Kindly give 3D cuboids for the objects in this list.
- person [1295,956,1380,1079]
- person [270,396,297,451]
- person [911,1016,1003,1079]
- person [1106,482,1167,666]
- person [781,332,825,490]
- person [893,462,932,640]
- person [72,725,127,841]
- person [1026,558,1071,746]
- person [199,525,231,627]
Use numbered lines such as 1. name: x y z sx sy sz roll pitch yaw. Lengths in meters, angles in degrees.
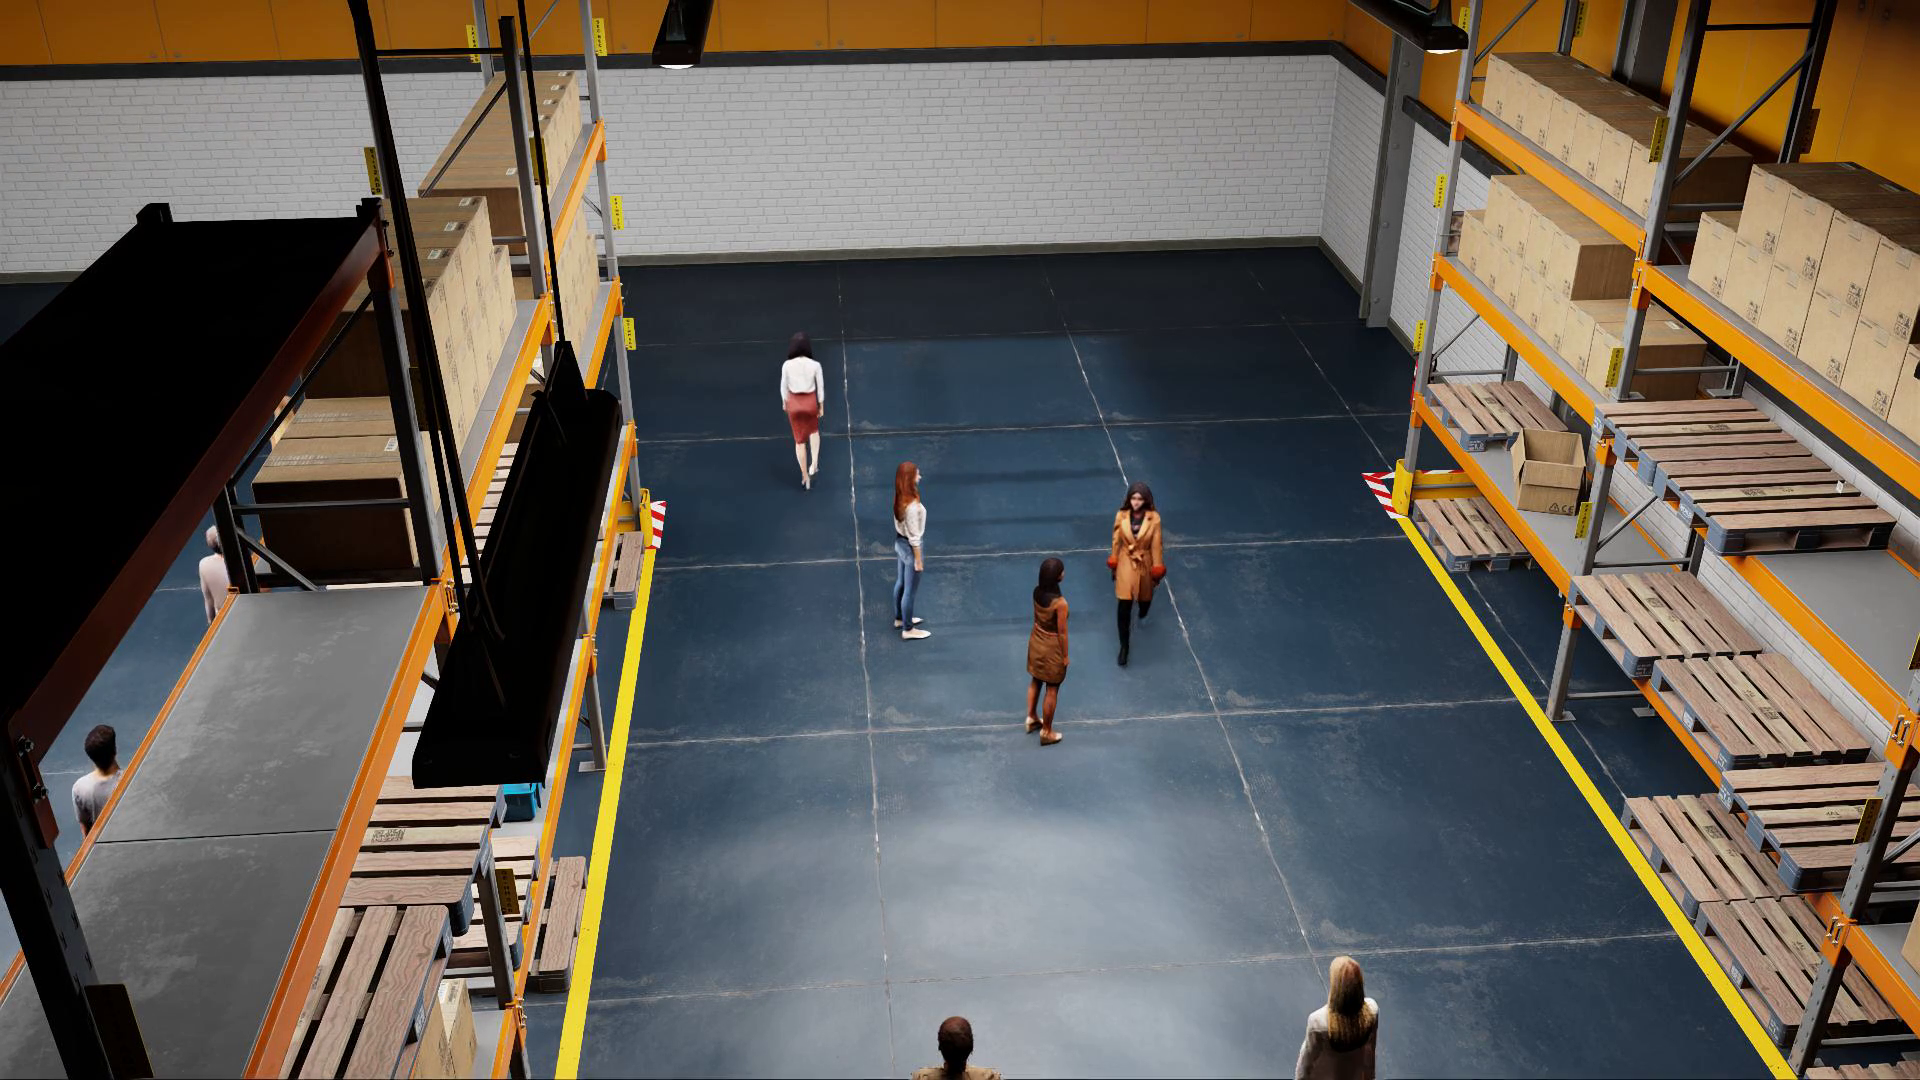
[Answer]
1. person: 2.152 3.185 9.368 0.894 1.817 1.266 -12 31 -21
2. person: -6.450 -0.568 16.264 0.679 1.802 0.644 4 29 7
3. person: -0.024 3.399 8.982 0.666 1.811 1.134 -3 29 -5
4. person: 1.578 0.243 14.883 0.907 1.701 1.114 7 29 13
5. person: -1.676 -1.344 17.756 0.619 1.736 0.690 -5 29 -8
6. person: -0.470 0.080 15.154 0.682 1.728 0.515 -10 30 -17
7. person: -5.630 2.147 11.246 0.771 1.843 1.178 -5 29 -10
8. person: 0.731 0.903 13.693 0.697 1.683 0.589 -17 33 -29
9. person: -6.001 0.764 13.784 0.940 1.839 1.354 5 29 9
